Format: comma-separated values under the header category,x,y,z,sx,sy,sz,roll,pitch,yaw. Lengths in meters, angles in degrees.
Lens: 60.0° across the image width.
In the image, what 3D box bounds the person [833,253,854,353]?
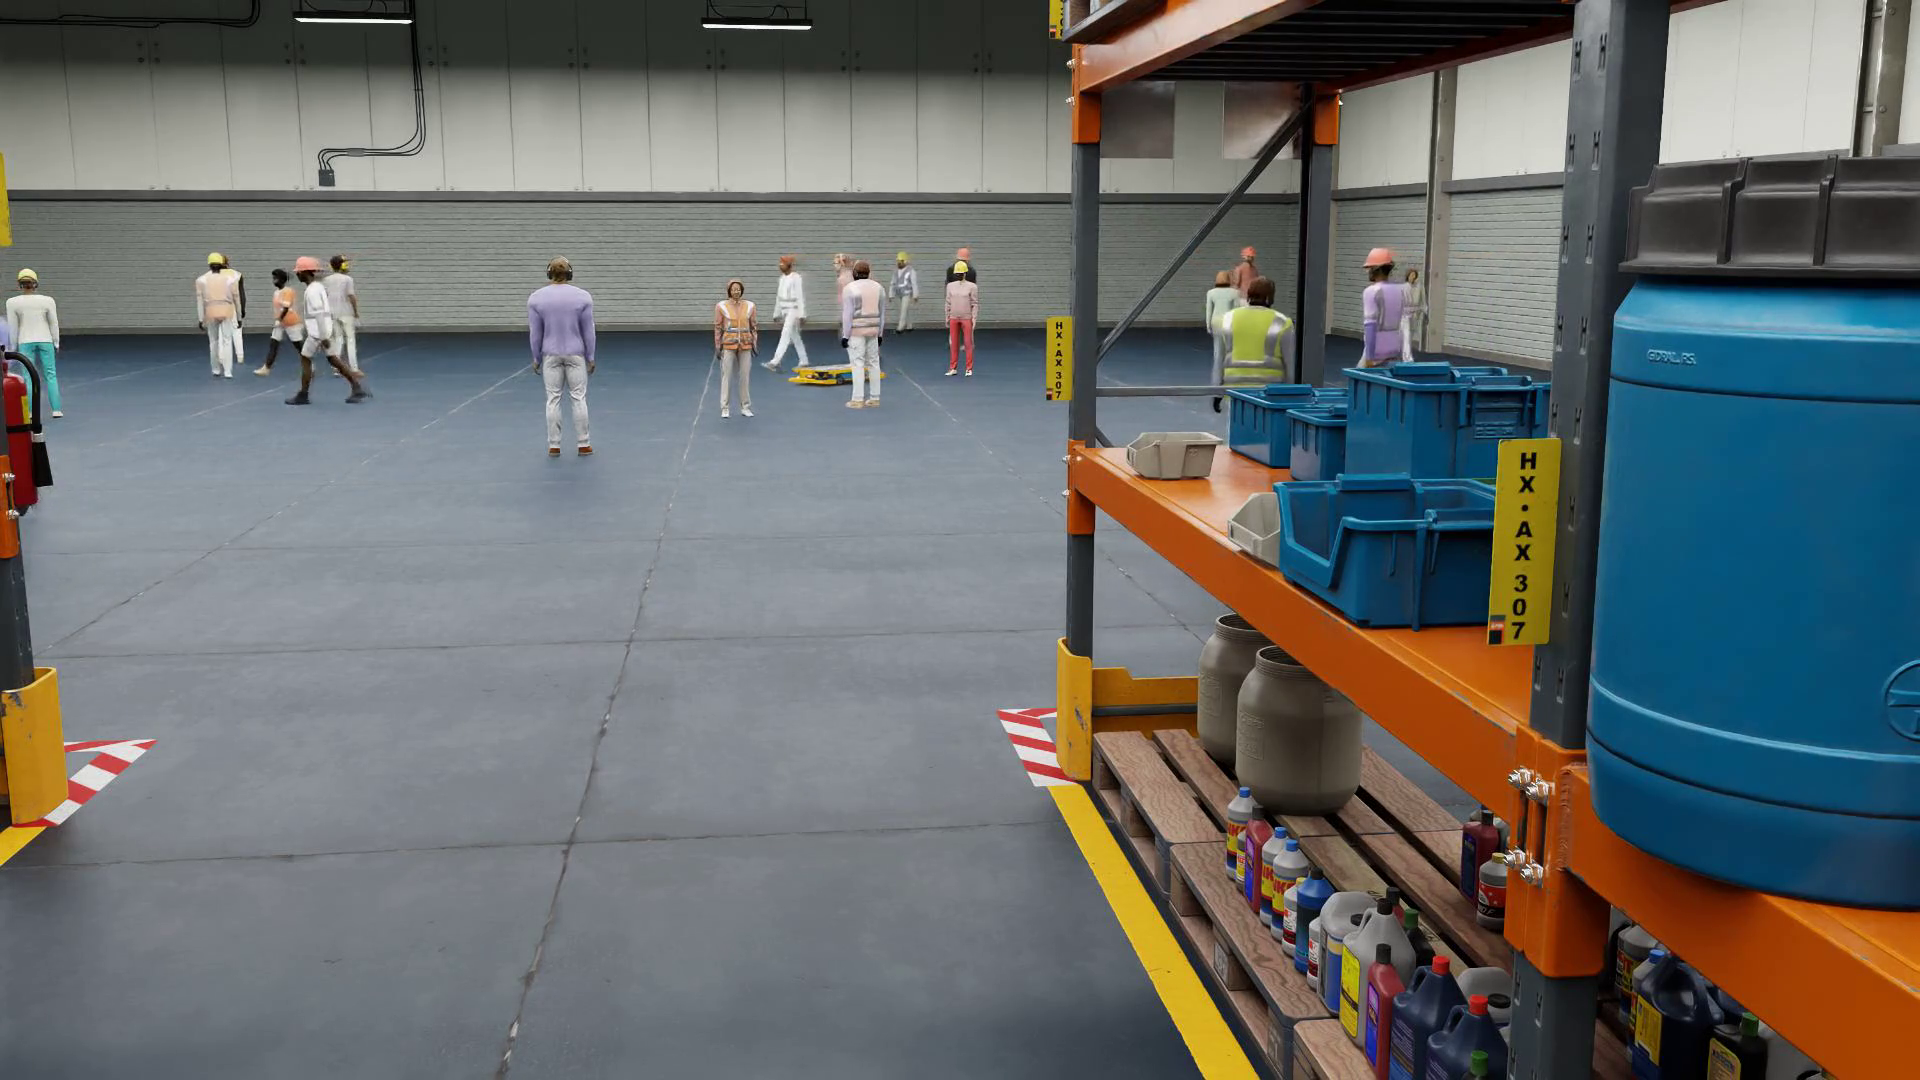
category,x,y,z,sx,sy,sz,roll,pitch,yaw
person,-1.733,-3.527,25.954,0.475,1.877,0.670,2,11,11

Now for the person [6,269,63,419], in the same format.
category,x,y,z,sx,sy,sz,roll,pitch,yaw
person,-10.858,-2.293,19.521,0.523,1.760,0.325,-6,12,-32

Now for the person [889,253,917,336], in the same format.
category,x,y,z,sx,sy,sz,roll,pitch,yaw
person,-1.211,-5.342,36.151,0.607,1.794,0.903,7,13,34

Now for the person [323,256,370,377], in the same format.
category,x,y,z,sx,sy,sz,roll,pitch,yaw
person,-9.368,-3.385,25.319,0.689,1.842,0.358,3,11,18

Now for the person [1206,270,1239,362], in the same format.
category,x,y,z,sx,sy,sz,roll,pitch,yaw
person,4.012,-3.314,25.477,0.512,1.619,0.528,3,11,18

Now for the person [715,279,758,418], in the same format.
category,x,y,z,sx,sy,sz,roll,pitch,yaw
person,-2.645,-2.263,19.682,0.523,1.638,0.311,-4,11,-23

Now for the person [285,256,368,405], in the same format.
category,x,y,z,sx,sy,sz,roll,pitch,yaw
person,-8.113,-2.666,21.217,0.988,1.896,0.535,-2,10,-9

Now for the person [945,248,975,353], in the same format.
category,x,y,z,sx,sy,sz,roll,pitch,yaw
person,0.004,-4.460,30.974,0.656,1.925,0.996,4,11,19

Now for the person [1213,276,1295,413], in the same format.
category,x,y,z,sx,sy,sz,roll,pitch,yaw
person,2.376,-1.157,13.121,0.666,1.817,0.745,6,12,28

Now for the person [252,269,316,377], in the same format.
category,x,y,z,sx,sy,sz,roll,pitch,yaw
person,-10.327,-3.313,25.410,0.538,1.641,0.910,8,13,37

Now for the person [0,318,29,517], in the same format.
category,x,y,z,sx,sy,sz,roll,pitch,yaw
person,-7.156,-1.023,12.122,0.549,1.917,0.808,-2,10,-10

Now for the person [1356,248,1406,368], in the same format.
category,x,y,z,sx,sy,sz,roll,pitch,yaw
person,4.090,-1.892,16.615,0.634,2.005,0.965,-8,13,-36

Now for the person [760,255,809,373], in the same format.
category,x,y,z,sx,sy,sz,roll,pitch,yaw
person,-2.771,-3.560,26.252,0.972,1.833,0.608,-6,12,-32

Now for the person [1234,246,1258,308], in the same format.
category,x,y,z,sx,sy,sz,roll,pitch,yaw
person,5.515,-4.722,32.320,0.625,1.956,1.005,-9,14,-41

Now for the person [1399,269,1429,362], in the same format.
category,x,y,z,sx,sy,sz,roll,pitch,yaw
person,7.607,-3.773,28.081,0.527,1.596,0.862,-1,10,-6

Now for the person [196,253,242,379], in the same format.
category,x,y,z,sx,sy,sz,roll,pitch,yaw
person,-11.258,-3.406,25.298,0.618,1.871,0.992,-5,11,-25

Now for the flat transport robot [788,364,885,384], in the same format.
category,x,y,z,sx,sy,sz,roll,pitch,yaw
flat transport robot,-1.801,-2.440,24.404,0.652,0.197,1.431,7,13,35

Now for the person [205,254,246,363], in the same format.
category,x,y,z,sx,sy,sz,roll,pitch,yaw
person,-12.424,-3.907,28.141,0.633,1.840,0.429,-6,12,-31

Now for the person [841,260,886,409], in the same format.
category,x,y,z,sx,sy,sz,roll,pitch,yaw
person,-1.227,-2.562,20.763,0.634,1.841,0.429,-9,14,-40

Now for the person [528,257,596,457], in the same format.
category,x,y,z,sx,sy,sz,roll,pitch,yaw
person,-3.847,-1.767,16.141,0.628,1.940,0.373,-1,10,-8

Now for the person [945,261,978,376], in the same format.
category,x,y,z,sx,sy,sz,roll,pitch,yaw
person,0.013,-3.389,25.527,0.522,1.762,0.320,4,11,19
